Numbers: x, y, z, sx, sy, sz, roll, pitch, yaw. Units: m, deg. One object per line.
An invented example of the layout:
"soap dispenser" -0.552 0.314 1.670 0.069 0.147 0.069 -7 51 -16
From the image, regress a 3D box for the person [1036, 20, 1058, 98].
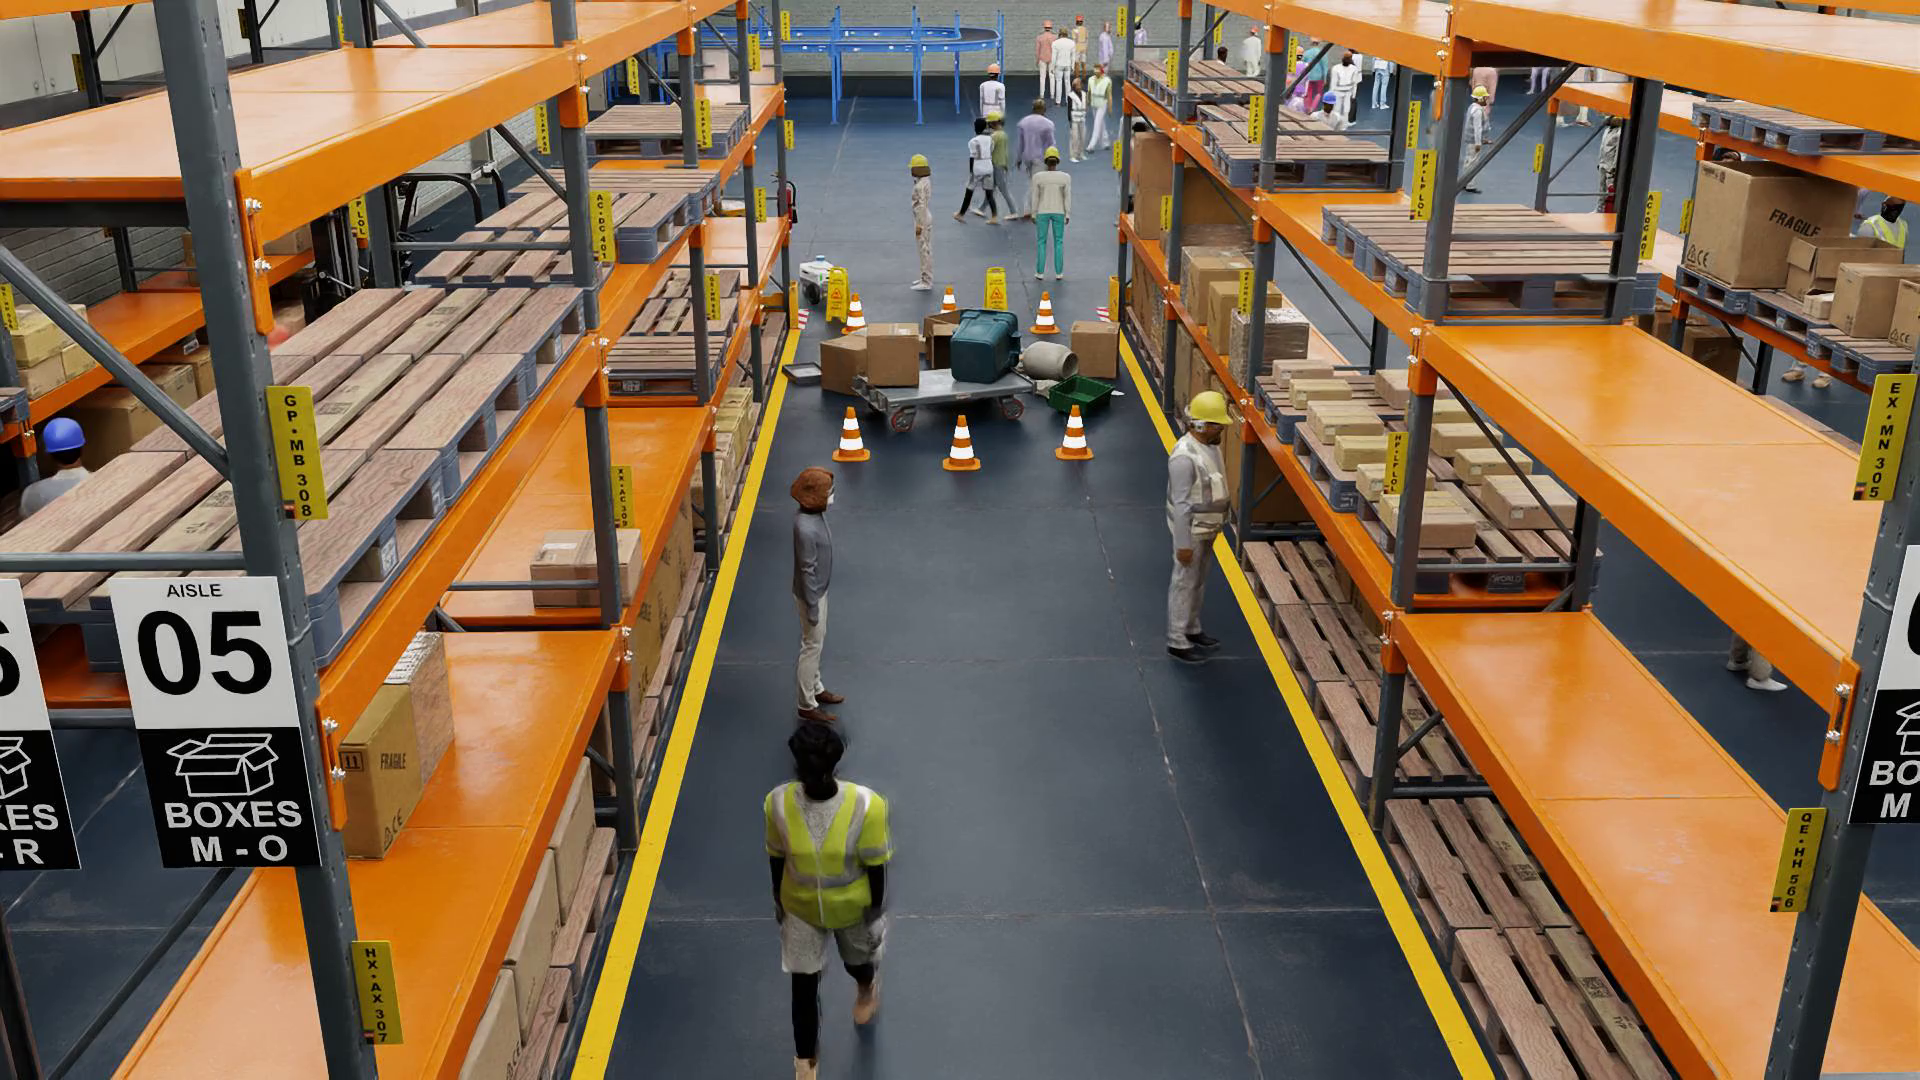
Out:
"person" 2.306 -12.715 44.027 0.612 1.995 0.382 -2 21 -5

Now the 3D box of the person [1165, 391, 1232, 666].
"person" 1.557 -0.094 10.893 0.403 1.828 0.598 11 23 26

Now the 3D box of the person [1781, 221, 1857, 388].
"person" 8.990 -2.515 17.278 0.429 1.845 0.621 -13 24 -30

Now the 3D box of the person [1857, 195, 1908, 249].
"person" 10.063 -2.877 18.241 0.624 1.841 0.430 -8 22 -21

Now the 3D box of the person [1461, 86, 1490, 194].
"person" 9.056 -7.017 29.185 0.404 1.836 0.592 1 21 3

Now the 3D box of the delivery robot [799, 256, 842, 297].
"delivery robot" -1.779 -3.385 21.237 0.477 0.478 0.707 -11 24 -27

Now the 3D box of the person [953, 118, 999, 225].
"person" 0.303 -5.825 26.305 0.555 1.646 0.804 -18 27 -39

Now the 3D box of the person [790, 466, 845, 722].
"person" -0.871 0.324 10.079 0.294 1.623 0.507 0 21 1

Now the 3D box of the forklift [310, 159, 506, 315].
"forklift" -5.622 -2.910 17.832 2.313 2.155 1.214 -1 21 -1

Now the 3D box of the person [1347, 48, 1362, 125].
"person" 9.085 -10.581 38.487 0.388 1.921 0.594 13 24 30

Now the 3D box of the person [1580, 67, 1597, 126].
"person" 14.529 -10.513 38.373 0.328 1.876 0.514 0 21 0

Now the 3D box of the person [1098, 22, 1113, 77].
"person" 3.927 -12.947 44.785 0.398 1.899 0.638 1 21 2

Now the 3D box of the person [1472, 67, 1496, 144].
"person" 11.169 -9.405 35.399 0.407 1.910 0.639 -8 22 -21

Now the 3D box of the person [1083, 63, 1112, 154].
"person" 2.840 -8.866 34.135 0.960 1.795 0.575 -18 27 -39

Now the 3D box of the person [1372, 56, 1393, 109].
"person" 10.613 -11.823 41.789 0.397 1.911 0.587 -18 27 -39

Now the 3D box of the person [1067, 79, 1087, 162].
"person" 2.314 -8.294 32.875 0.631 1.614 0.409 -18 27 -39

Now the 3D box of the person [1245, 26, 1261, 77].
"person" 8.074 -13.262 45.814 0.381 1.740 0.583 -16 26 -36

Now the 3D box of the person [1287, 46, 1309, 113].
"person" 7.352 -9.802 36.407 0.545 1.938 0.361 -8 22 -20

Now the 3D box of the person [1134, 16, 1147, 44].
"person" 5.000 -13.775 46.920 0.366 1.926 0.594 -16 26 -36

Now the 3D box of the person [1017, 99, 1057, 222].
"person" 1.277 -6.091 26.653 0.668 1.887 0.890 15 25 34

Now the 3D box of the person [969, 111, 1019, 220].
"person" 0.580 -6.008 26.686 0.901 1.717 0.531 7 22 18

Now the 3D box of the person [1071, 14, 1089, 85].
"person" 3.395 -13.983 47.456 0.542 1.939 0.366 -11 23 -26

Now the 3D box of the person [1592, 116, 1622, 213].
"person" 10.428 -6.052 26.763 0.289 1.746 0.487 -5 21 -12

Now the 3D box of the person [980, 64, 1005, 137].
"person" 0.648 -8.271 32.372 0.544 1.930 0.388 11 24 27

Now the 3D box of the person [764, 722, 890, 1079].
"person" -0.541 1.486 6.948 0.535 1.667 0.780 2 21 6

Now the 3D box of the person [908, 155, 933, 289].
"person" -0.522 -4.158 21.760 0.314 1.741 0.494 2 21 5

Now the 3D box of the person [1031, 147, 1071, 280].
"person" 1.218 -4.382 22.335 0.527 1.759 0.344 0 21 -1

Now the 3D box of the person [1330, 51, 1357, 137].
"person" 8.340 -9.716 36.271 0.602 1.872 0.521 -2 21 -5

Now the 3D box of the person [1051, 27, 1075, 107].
"person" 2.609 -12.002 42.218 0.635 1.939 0.362 -6 22 -16

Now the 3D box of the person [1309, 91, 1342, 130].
"person" 5.989 -6.396 27.403 0.606 1.944 0.411 -4 21 -12

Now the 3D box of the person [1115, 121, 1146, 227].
"person" 2.676 -5.658 25.835 0.557 1.658 0.575 -19 28 -41

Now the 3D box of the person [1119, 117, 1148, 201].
"person" 2.958 -6.683 28.450 0.494 1.729 0.324 6 22 17

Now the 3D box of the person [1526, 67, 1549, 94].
"person" 15.779 -12.925 44.963 0.650 1.722 0.337 4 21 9

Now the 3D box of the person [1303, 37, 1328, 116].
"person" 8.403 -10.968 39.422 0.645 1.980 0.433 12 24 29
